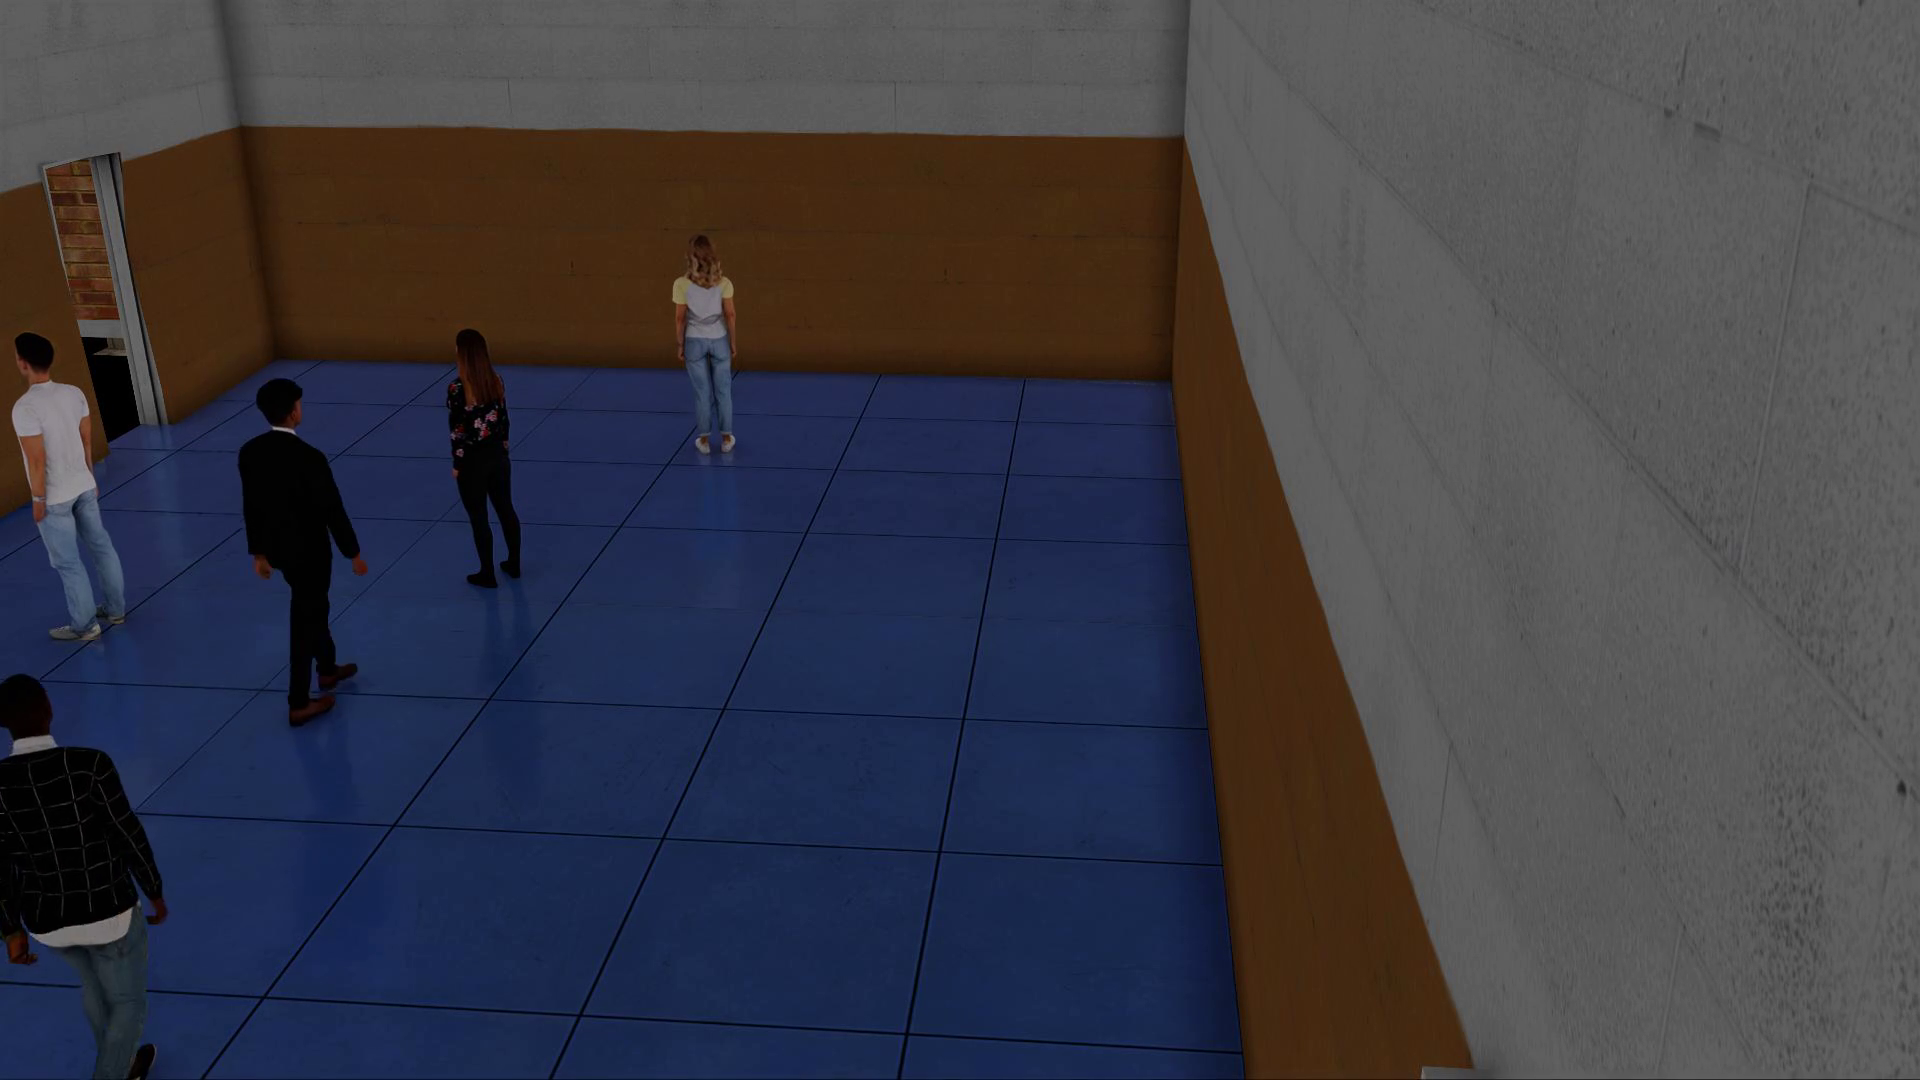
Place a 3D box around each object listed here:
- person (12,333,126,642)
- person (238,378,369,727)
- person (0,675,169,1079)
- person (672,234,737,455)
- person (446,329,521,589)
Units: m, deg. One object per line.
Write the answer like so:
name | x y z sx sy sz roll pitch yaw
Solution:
person | -5.287 -0.312 9.814 0.629 1.866 0.712 6 23 14
person | -3.568 0.103 8.795 0.938 1.857 0.971 12 25 27
person | -3.075 1.354 5.768 1.114 1.792 0.908 -3 22 -7
person | -1.978 -1.524 13.003 0.578 1.723 0.747 -5 22 -11
person | -3.037 -0.523 10.584 0.673 1.683 0.657 16 27 35
